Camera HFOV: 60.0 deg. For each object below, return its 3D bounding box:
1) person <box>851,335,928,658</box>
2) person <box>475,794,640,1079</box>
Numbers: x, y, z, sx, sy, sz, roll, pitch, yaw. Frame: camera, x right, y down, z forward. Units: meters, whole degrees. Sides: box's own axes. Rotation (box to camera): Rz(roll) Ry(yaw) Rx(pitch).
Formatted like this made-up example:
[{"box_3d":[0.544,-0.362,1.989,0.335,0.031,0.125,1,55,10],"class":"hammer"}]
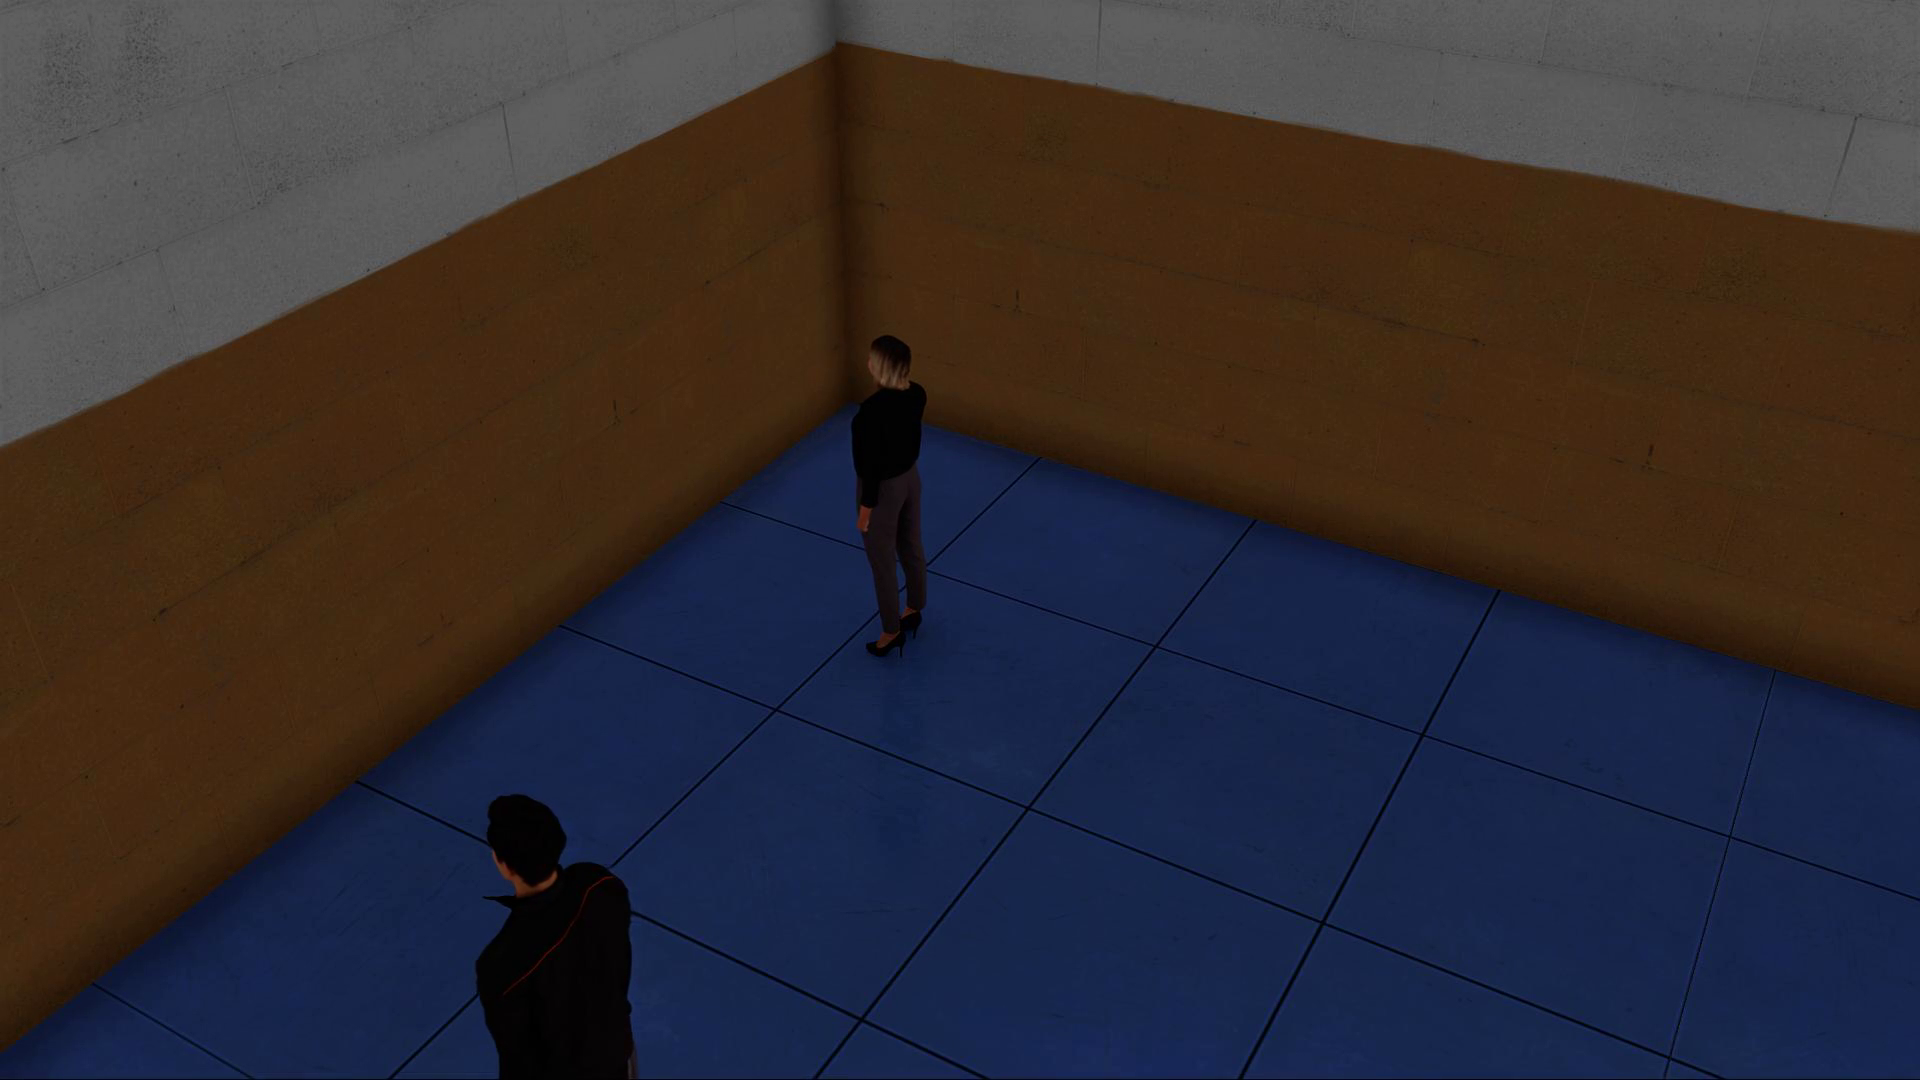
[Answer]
[{"box_3d":[-0.314,-0.169,7.744,0.665,1.623,0.469,20,39,27],"class":"person"},{"box_3d":[-1.139,1.520,4.915,0.767,1.944,0.536,16,37,22],"class":"person"}]
